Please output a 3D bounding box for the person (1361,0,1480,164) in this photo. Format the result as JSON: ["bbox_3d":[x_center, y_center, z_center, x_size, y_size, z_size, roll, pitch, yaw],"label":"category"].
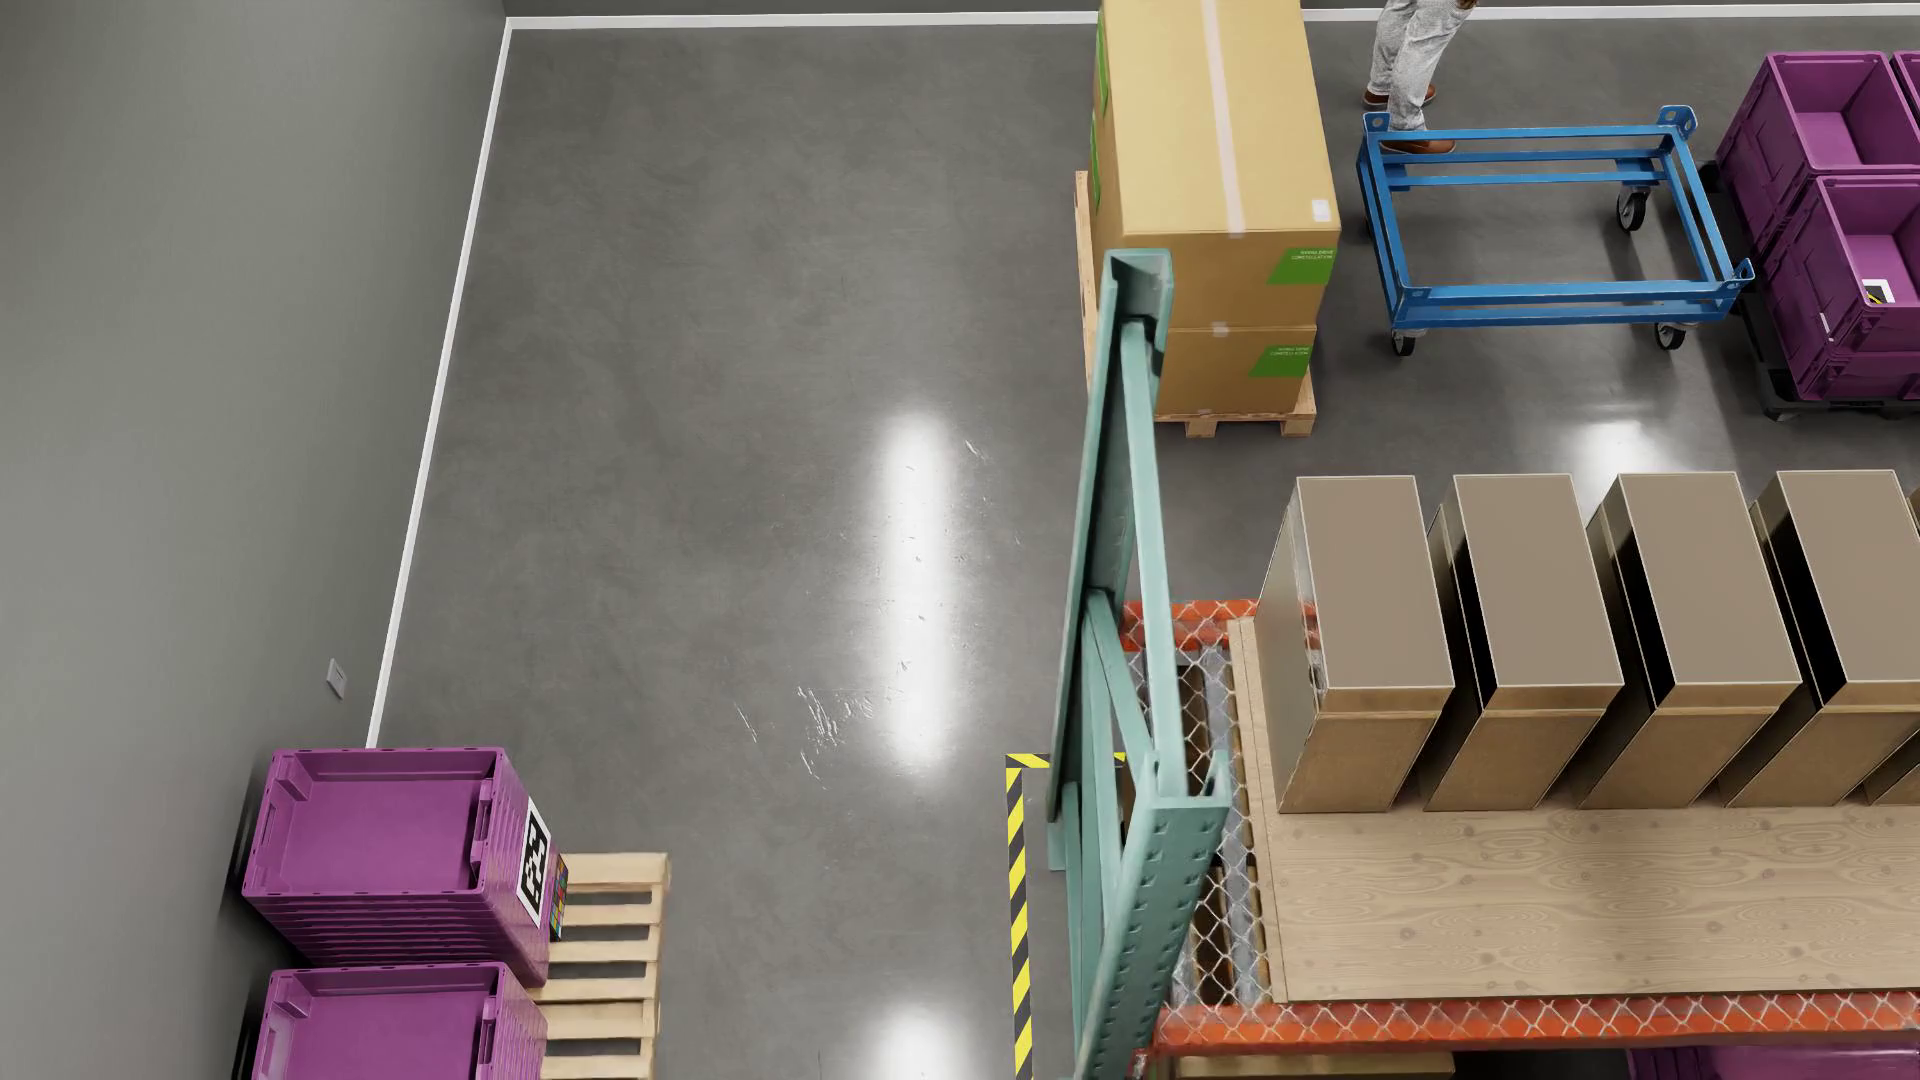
[{"bbox_3d":[1.820,-2.242,6.078,0.373,1.940,0.628,-3,58,-2],"label":"person"}]
